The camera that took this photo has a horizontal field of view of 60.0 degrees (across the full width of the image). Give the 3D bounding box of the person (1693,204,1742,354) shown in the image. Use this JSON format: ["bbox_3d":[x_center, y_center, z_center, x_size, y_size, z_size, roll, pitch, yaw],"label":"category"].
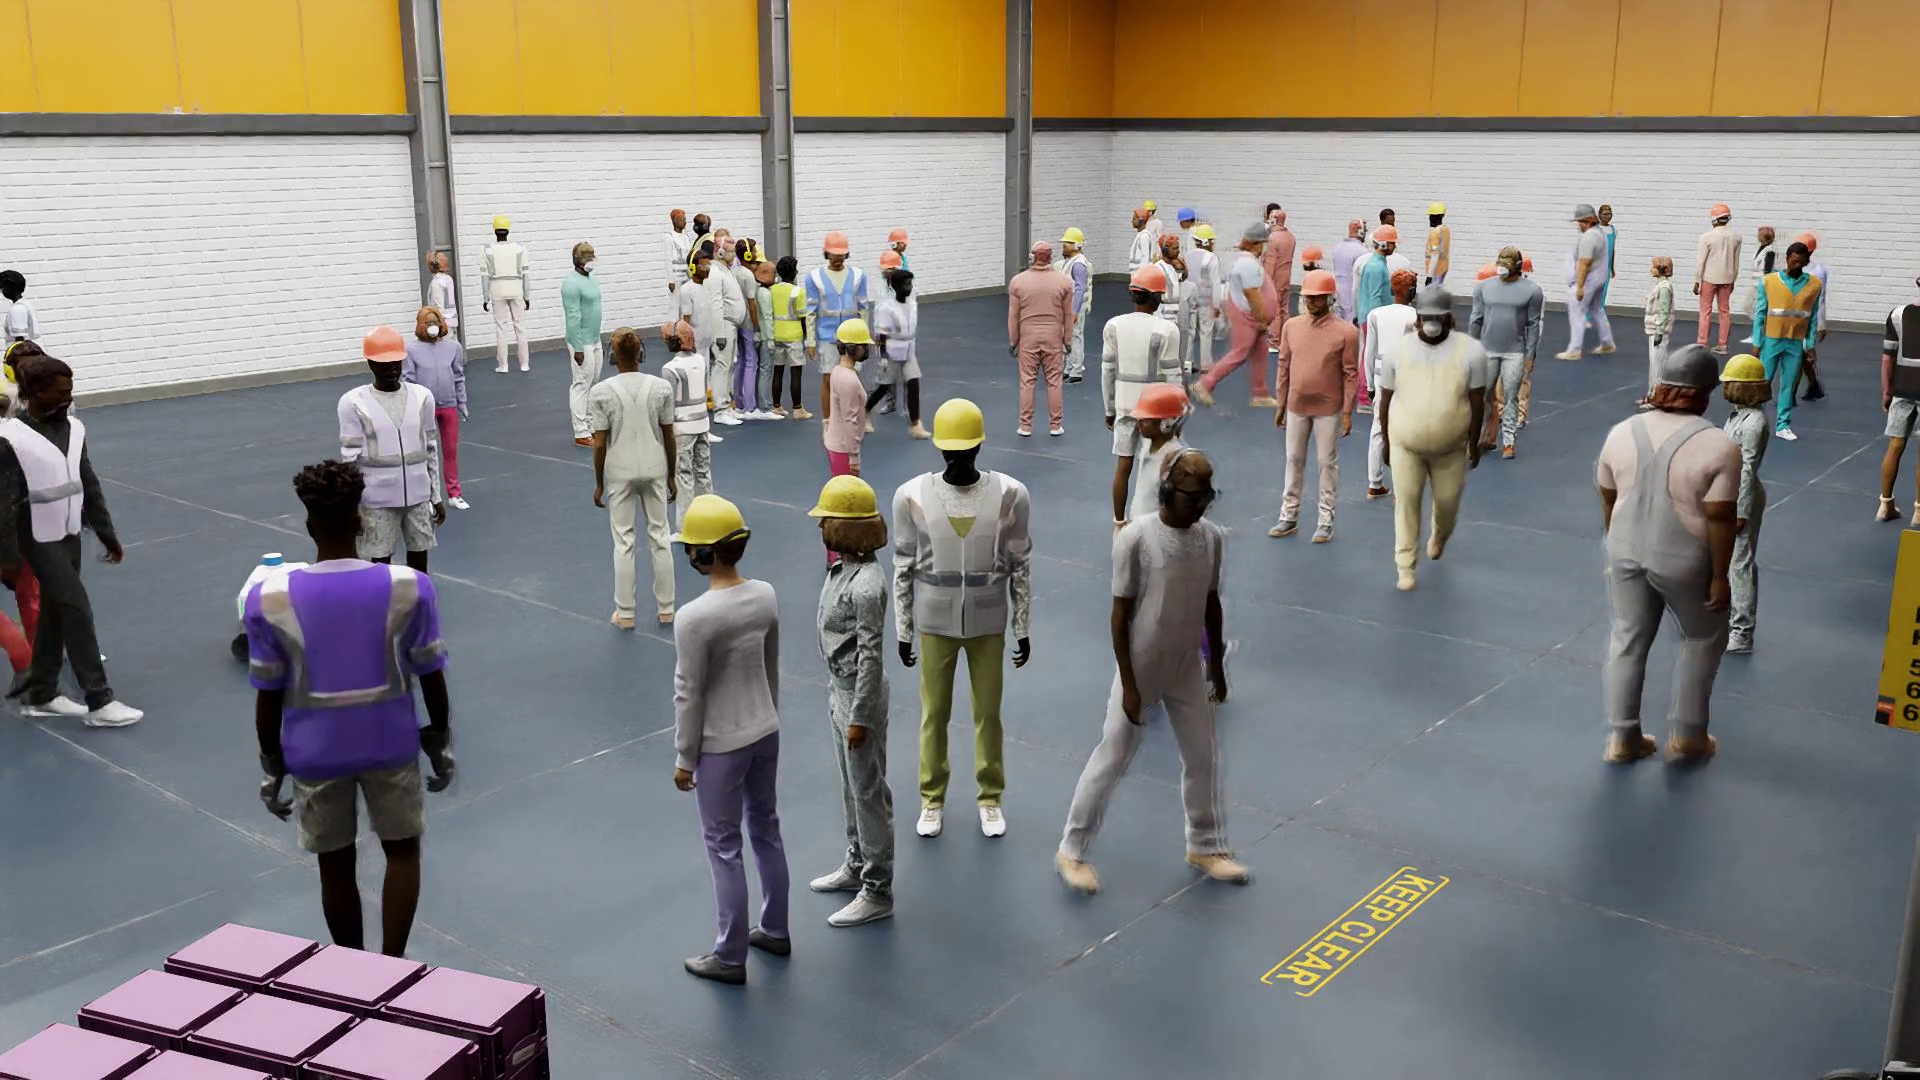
[{"bbox_3d":[10.047,-3.462,22.135,0.610,1.985,0.415,-2,14,-10],"label":"person"}]

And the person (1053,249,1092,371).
[{"bbox_3d":[1.391,-2.919,20.666,0.500,1.633,0.279,1,14,2],"label":"person"}]

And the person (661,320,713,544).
[{"bbox_3d":[-1.996,-0.785,12.146,0.313,1.634,0.514,7,15,25],"label":"person"}]

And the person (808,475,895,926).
[{"bbox_3d":[-0.416,0.606,6.357,0.294,1.744,0.486,-4,15,-15],"label":"person"}]

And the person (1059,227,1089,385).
[{"bbox_3d":[1.305,-2.748,19.577,0.404,1.833,0.590,-2,14,-8],"label":"person"}]

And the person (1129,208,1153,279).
[{"bbox_3d":[2.489,-3.621,22.966,0.356,1.883,0.572,1,14,4],"label":"person"}]

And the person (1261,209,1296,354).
[{"bbox_3d":[4.208,-3.453,22.245,0.400,1.910,0.643,11,18,38],"label":"person"}]

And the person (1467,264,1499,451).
[{"bbox_3d":[4.922,-1.706,15.582,0.339,1.745,0.572,2,14,9],"label":"person"}]

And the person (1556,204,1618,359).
[{"bbox_3d":[8.241,-3.398,21.754,0.632,2.000,0.899,11,18,37],"label":"person"}]

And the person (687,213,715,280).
[{"bbox_3d":[-3.462,-3.466,22.425,0.429,1.847,0.626,-5,15,-19],"label":"person"}]

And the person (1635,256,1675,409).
[{"bbox_3d":[7.504,-2.229,17.894,0.311,1.638,0.523,4,15,15],"label":"person"}]

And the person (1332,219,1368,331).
[{"bbox_3d":[4.781,-2.949,20.257,0.394,1.900,0.646,-5,15,-19],"label":"person"}]

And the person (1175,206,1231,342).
[{"bbox_3d":[3.368,-3.727,23.393,0.973,1.901,0.660,1,14,5],"label":"person"}]

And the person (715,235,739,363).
[{"bbox_3d":[-2.981,-3.088,21.330,0.314,1.638,0.514,-9,17,-32],"label":"person"}]

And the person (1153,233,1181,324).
[{"bbox_3d":[2.183,-2.330,17.801,0.337,1.882,0.585,5,15,20],"label":"person"}]

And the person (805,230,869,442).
[{"bbox_3d":[-1.165,-1.944,15.968,0.612,2.033,0.411,-4,15,-15],"label":"person"}]

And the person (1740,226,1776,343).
[{"bbox_3d":[11.140,-3.546,23.162,0.364,1.626,0.534,2,14,7],"label":"person"}]

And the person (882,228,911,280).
[{"bbox_3d":[-0.778,-3.017,20.810,0.341,1.752,0.564,7,16,25],"label":"person"}]

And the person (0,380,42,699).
[{"bbox_3d":[-5.063,-0.014,8.823,0.370,1.747,0.534,6,15,22],"label":"person"}]

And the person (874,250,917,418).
[{"bbox_3d":[-0.696,-2.145,17.355,0.564,1.740,0.372,12,18,40],"label":"person"}]

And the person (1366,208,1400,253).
[{"bbox_3d":[5.648,-3.483,22.340,0.597,1.916,0.372,-10,17,-35],"label":"person"}]

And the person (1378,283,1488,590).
[{"bbox_3d":[3.116,-0.721,11.055,0.692,2.000,0.763,4,15,17],"label":"person"}]

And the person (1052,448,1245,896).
[{"bbox_3d":[0.787,0.519,6.585,0.644,1.825,0.448,-7,16,-27],"label":"person"}]

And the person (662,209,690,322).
[{"bbox_3d":[-3.836,-3.577,22.790,0.356,1.882,0.574,5,15,20],"label":"person"}]

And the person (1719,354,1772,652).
[{"bbox_3d":[4.496,-0.214,9.657,0.342,1.735,0.484,4,15,15],"label":"person"}]

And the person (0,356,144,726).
[{"bbox_3d":[-4.475,0.015,8.425,0.849,1.881,0.607,1,14,5],"label":"person"}]

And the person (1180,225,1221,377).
[{"bbox_3d":[2.932,-2.890,20.149,0.404,1.830,0.589,-12,19,-40],"label":"person"}]

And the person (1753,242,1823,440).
[{"bbox_3d":[7.988,-1.924,16.122,0.588,1.914,0.392,2,14,7],"label":"person"}]

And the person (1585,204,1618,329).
[{"bbox_3d":[9.573,-4.084,24.888,0.514,1.845,0.337,-3,14,-13],"label":"person"}]

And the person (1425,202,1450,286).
[{"bbox_3d":[6.785,-3.850,23.789,0.376,1.925,0.594,8,16,30],"label":"person"}]

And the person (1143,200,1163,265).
[{"bbox_3d":[3.205,-4.848,28.124,0.337,1.762,0.522,-12,18,-40],"label":"person"}]

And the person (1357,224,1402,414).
[{"bbox_3d":[4.418,-2.334,17.617,0.407,1.987,0.614,3,14,13],"label":"person"}]

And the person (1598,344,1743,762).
[{"bbox_3d":[3.424,0.063,7.924,0.682,2.000,0.705,-11,17,-36],"label":"person"}]
